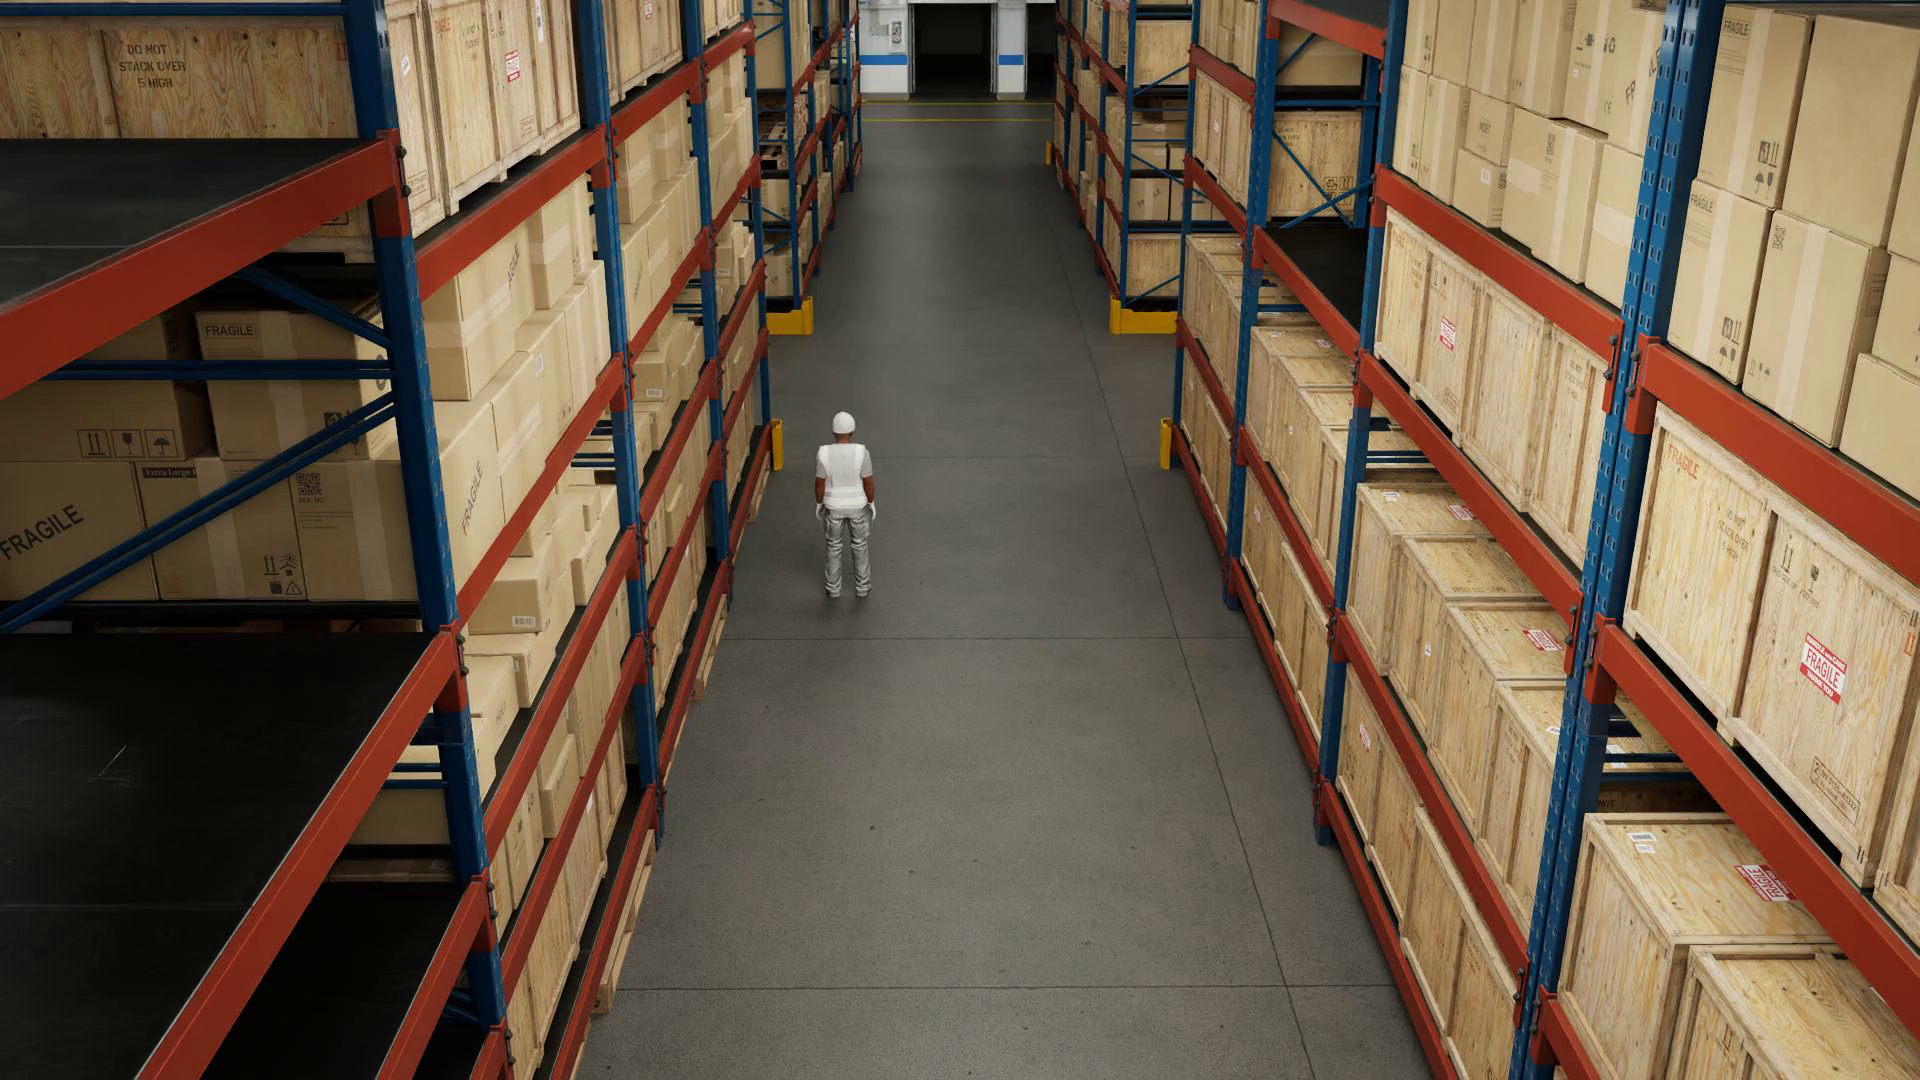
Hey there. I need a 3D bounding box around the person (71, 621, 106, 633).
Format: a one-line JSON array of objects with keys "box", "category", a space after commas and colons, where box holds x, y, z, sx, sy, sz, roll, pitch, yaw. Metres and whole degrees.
[{"box": [-7.498, 0.095, 14.199, 0.621, 1.775, 0.616, -2, 22, -6], "category": "person"}]

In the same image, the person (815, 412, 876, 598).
[{"box": [-1.053, -0.332, 15.327, 0.551, 1.789, 0.392, -1, 22, -2], "category": "person"}]
